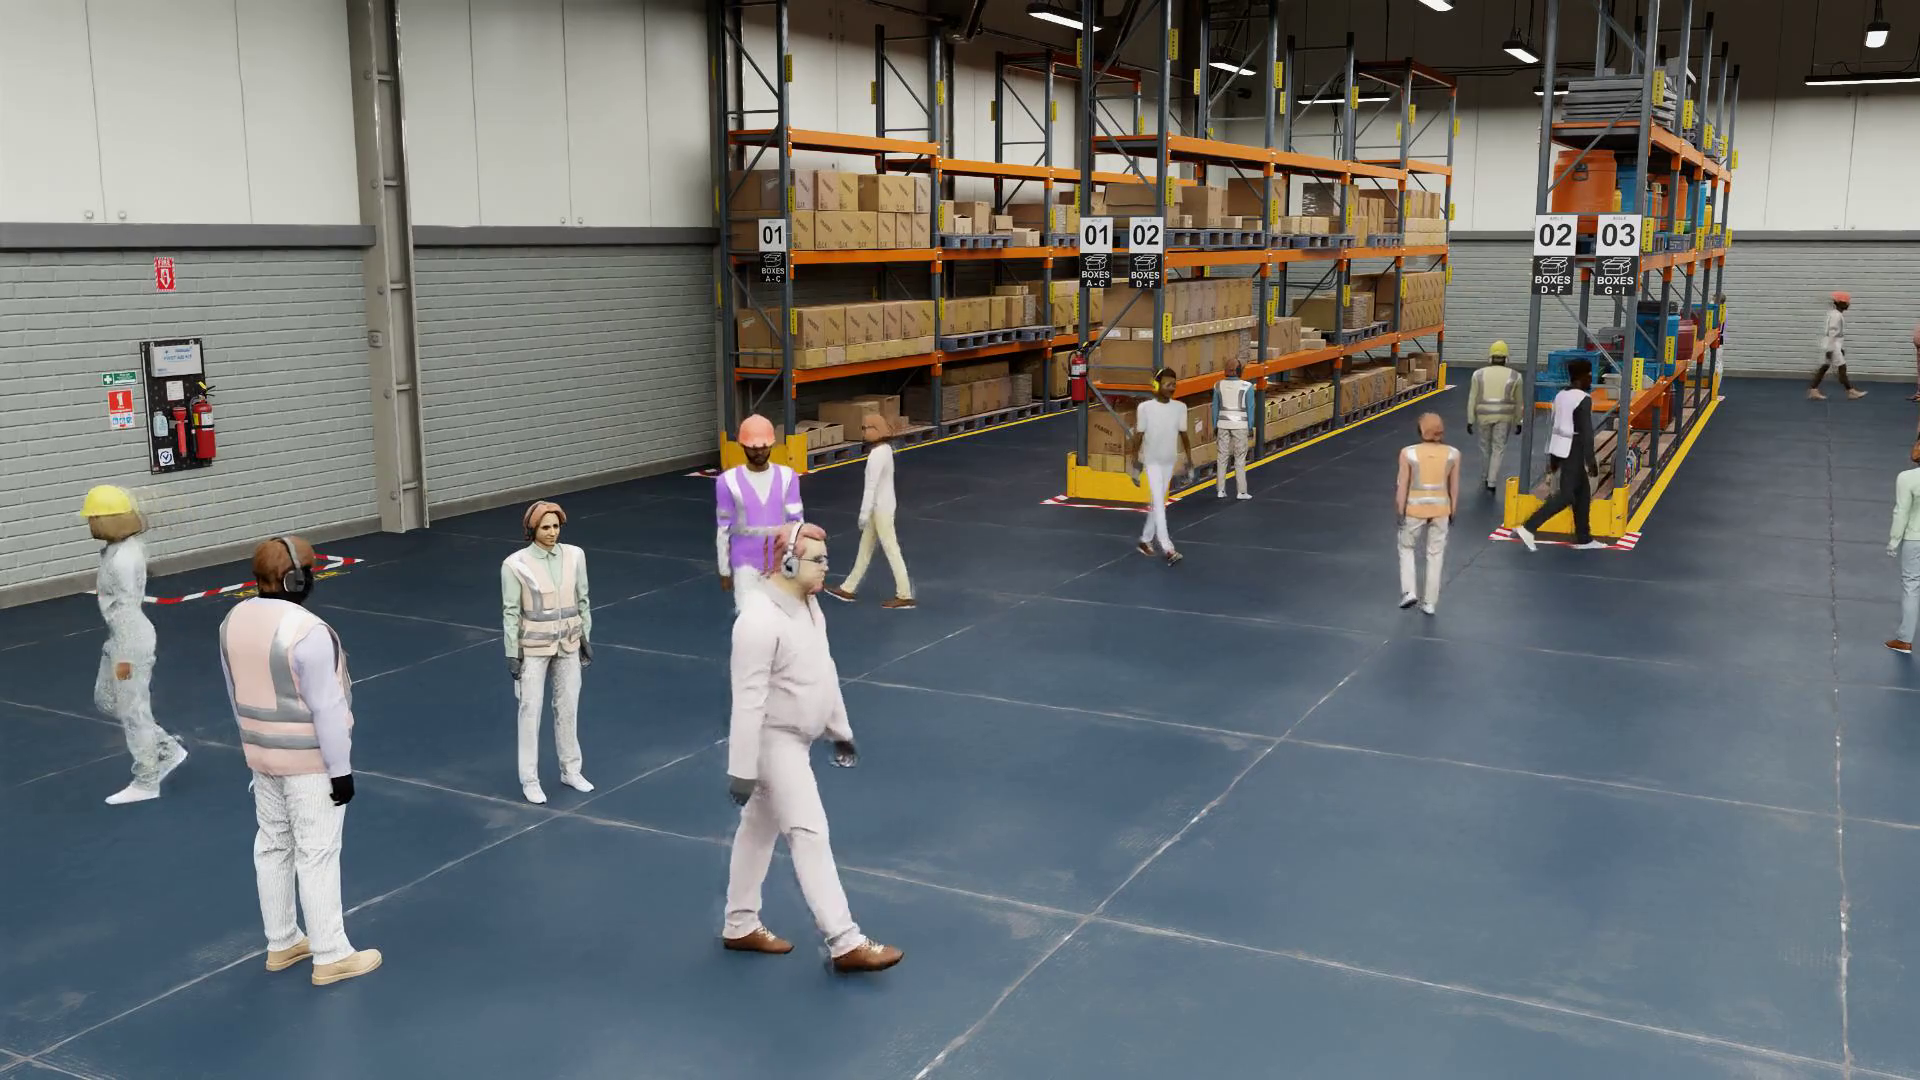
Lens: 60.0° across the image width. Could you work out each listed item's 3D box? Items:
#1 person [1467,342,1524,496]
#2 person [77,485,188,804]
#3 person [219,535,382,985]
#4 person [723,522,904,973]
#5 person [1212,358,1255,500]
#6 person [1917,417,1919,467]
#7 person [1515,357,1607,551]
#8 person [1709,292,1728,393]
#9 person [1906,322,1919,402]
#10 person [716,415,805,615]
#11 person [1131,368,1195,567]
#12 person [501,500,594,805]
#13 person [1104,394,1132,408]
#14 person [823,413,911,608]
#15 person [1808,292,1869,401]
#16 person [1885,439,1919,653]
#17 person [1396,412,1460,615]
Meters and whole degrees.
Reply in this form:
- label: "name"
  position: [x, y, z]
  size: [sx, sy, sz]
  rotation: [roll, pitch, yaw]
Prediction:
- label: "person"
  position: [6.340, -1.446, 19.661]
  size: [0.617, 1.781, 0.945]
  rotation: [5, 11, 24]
- label: "person"
  position: [-4.464, 0.558, 8.876]
  size: [0.370, 1.728, 0.511]
  rotation: [-6, 12, -29]
- label: "person"
  position: [-2.690, 0.890, 6.781]
  size: [0.627, 1.844, 0.429]
  rotation: [6, 12, 31]
- label: "person"
  position: [-0.604, 0.858, 6.878]
  size: [0.917, 1.864, 0.642]
  rotation: [1, 10, 8]
- label: "person"
  position: [3.142, -1.275, 19.140]
  size: [0.513, 1.637, 0.313]
  rotation: [7, 12, 32]
- label: "person"
  position: [9.996, -0.863, 16.850]
  size: [0.533, 1.644, 0.875]
  rotation: [3, 11, 17]
- label: "person"
  position: [5.828, -0.817, 15.982]
  size: [0.896, 1.887, 0.592]
  rotation: [0, 10, 0]
- label: "person"
  position: [14.646, -3.821, 32.206]
  size: [0.372, 1.940, 0.631]
  rotation: [6, 12, 28]
- label: "person"
  position: [17.610, -3.466, 30.352]
  size: [0.410, 1.909, 0.643]
  rotation: [3, 11, 15]
- label: "person"
  position: [-1.236, 0.161, 10.611]
  size: [0.549, 1.899, 0.923]
  rotation: [-4, 11, -22]
- label: "person"
  position: [1.902, -0.682, 15.436]
  size: [0.536, 1.812, 1.028]
  rotation: [-3, 11, -18]
- label: "person"
  position: [-2.220, 0.596, 8.953]
  size: [0.512, 1.635, 0.311]
  rotation: [-10, 15, -44]
- label: "person"
  position: [2.259, -2.091, 23.301]
  size: [0.545, 1.744, 0.706]
  rotation: [6, 12, 31]
- label: "person"
  position: [-0.763, -0.232, 13.535]
  size: [0.801, 1.592, 0.523]
  rotation: [1, 10, 6]
- label: "person"
  position: [16.140, -3.529, 30.452]
  size: [1.017, 1.991, 0.638]
  rotation: [5, 12, 25]
- label: "person"
  position: [7.026, 0.016, 12.111]
  size: [0.497, 1.634, 0.278]
  rotation: [1, 10, 4]
- label: "person"
  position: [3.742, -0.207, 13.349]
  size: [0.514, 1.628, 0.383]
  rotation: [0, 10, 3]
